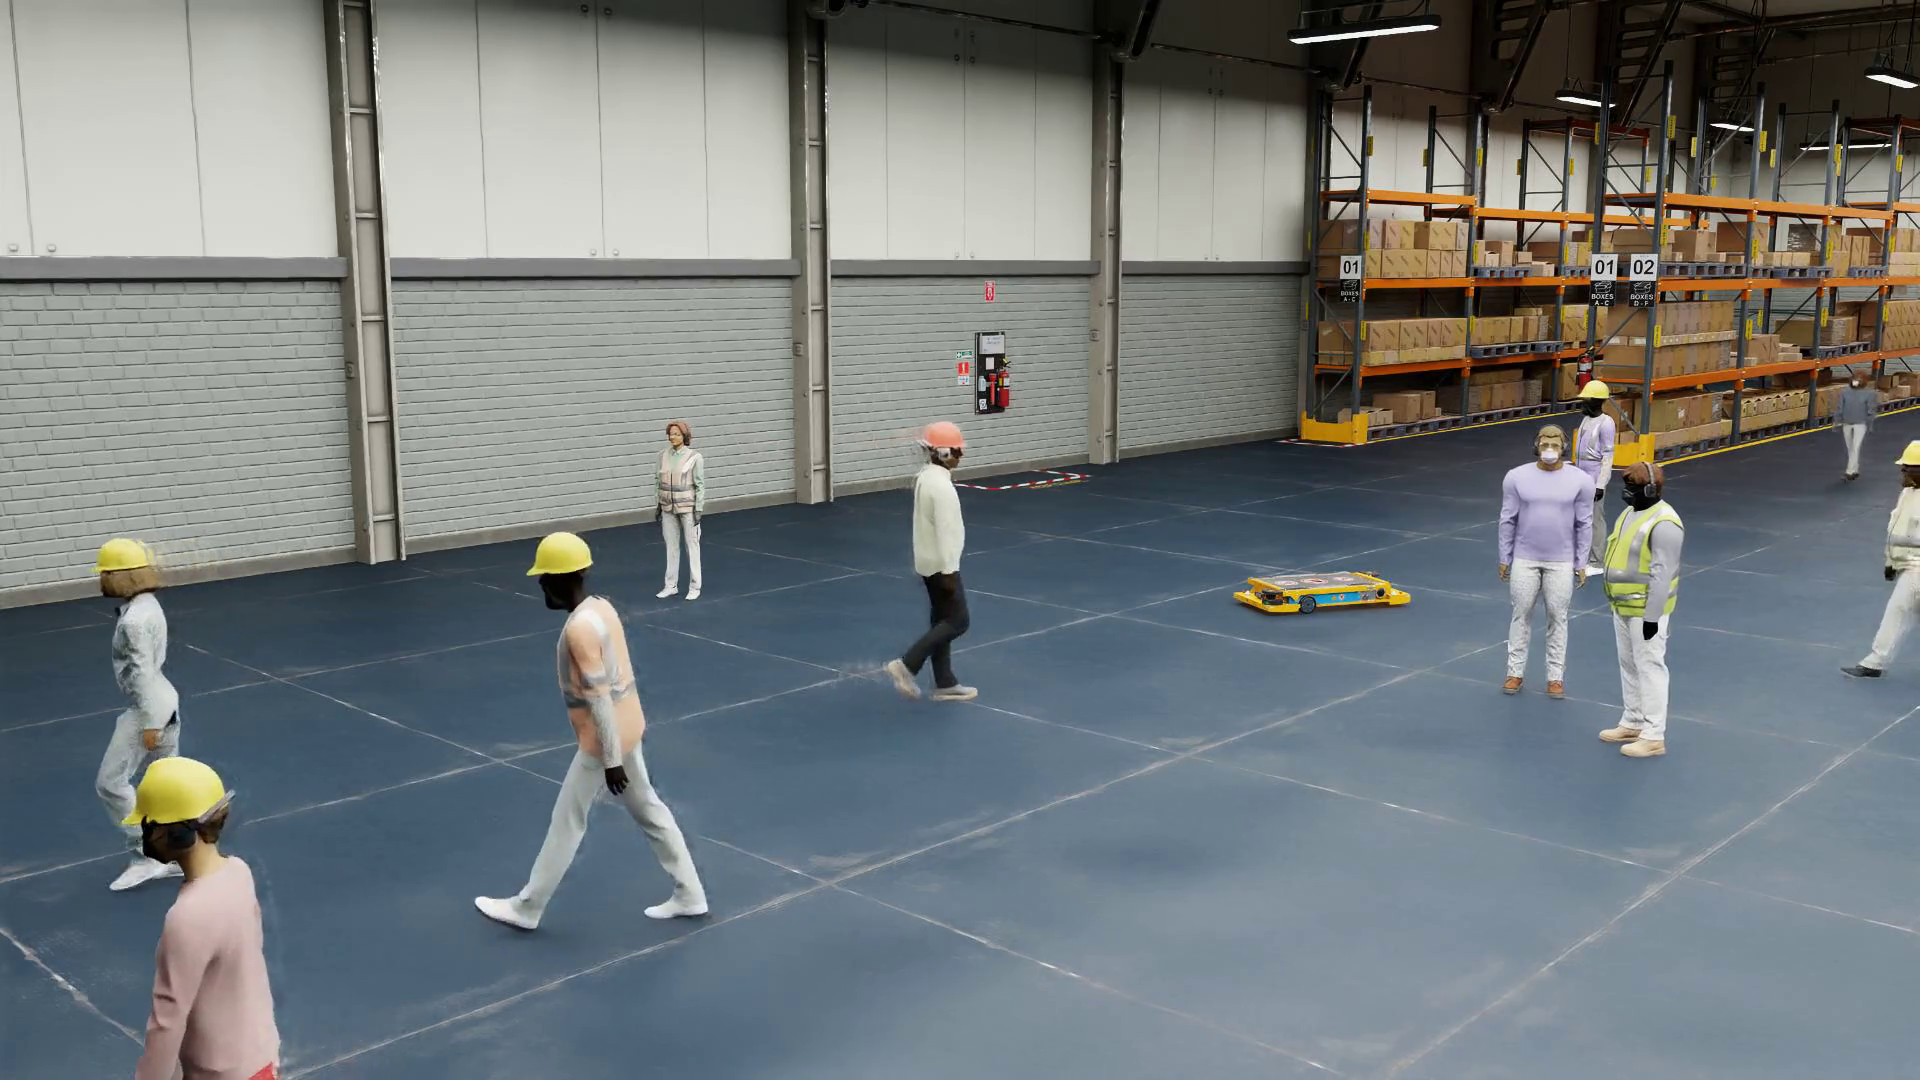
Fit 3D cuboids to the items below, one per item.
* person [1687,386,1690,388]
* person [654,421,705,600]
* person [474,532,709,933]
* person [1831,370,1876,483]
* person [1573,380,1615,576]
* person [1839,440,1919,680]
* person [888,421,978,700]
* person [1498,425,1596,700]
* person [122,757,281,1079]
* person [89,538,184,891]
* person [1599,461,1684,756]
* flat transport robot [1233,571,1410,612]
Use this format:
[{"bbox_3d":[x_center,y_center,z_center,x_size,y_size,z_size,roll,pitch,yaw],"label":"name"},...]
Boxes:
[{"bbox_3d":[13.193,-2.796,30.634,0.279,1.631,0.504,-9,13,-43],"label":"person"},{"bbox_3d":[-2.564,-0.272,15.217,0.513,1.645,0.307,4,10,22],"label":"person"},{"bbox_3d":[-1.669,0.878,7.589,1.048,1.852,0.598,0,9,-1],"label":"person"},{"bbox_3d":[12.622,-1.607,23.511,0.867,1.586,0.499,-8,12,-40],"label":"person"},{"bbox_3d":[6.224,-0.610,16.410,0.363,1.930,0.587,-1,9,-5],"label":"person"},{"bbox_3d":[7.033,0.157,12.183,0.934,1.788,0.613,2,9,9],"label":"person"},{"bbox_3d":[-0.176,0.166,11.515,0.564,1.980,0.636,-3,10,-15],"label":"person"},{"bbox_3d":[4.124,0.158,11.752,0.645,1.938,0.441,4,10,24],"label":"person"},{"bbox_3d":[-2.063,1.440,4.576,0.926,1.716,0.540,-2,10,-14],"label":"person"},{"bbox_3d":[-4.029,0.848,8.123,0.535,1.722,0.521,-3,10,-19],"label":"person"},{"bbox_3d":[4.246,0.420,10.425,0.430,1.837,0.626,0,9,-1],"label":"person"},{"bbox_3d":[3.253,0.456,14.955,1.431,0.197,0.652,-3,10,-18],"label":"flat transport robot"}]
